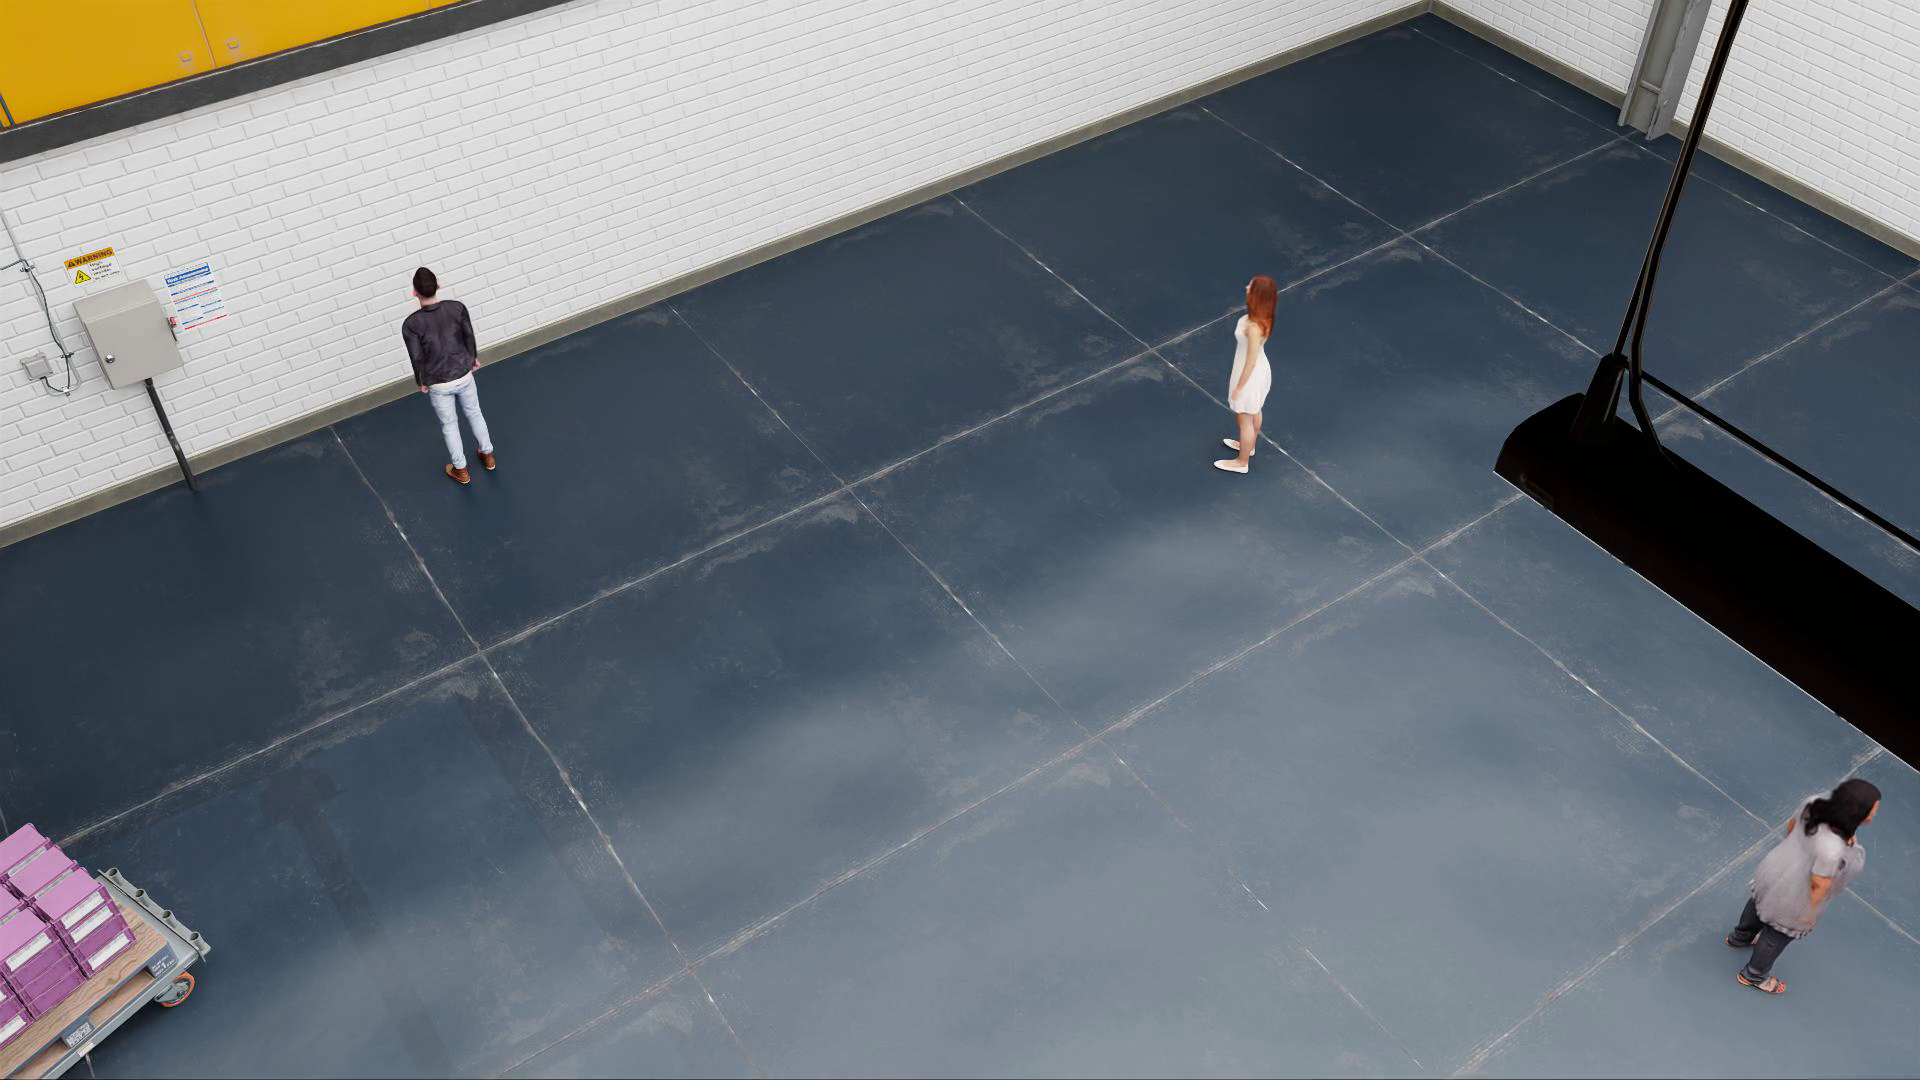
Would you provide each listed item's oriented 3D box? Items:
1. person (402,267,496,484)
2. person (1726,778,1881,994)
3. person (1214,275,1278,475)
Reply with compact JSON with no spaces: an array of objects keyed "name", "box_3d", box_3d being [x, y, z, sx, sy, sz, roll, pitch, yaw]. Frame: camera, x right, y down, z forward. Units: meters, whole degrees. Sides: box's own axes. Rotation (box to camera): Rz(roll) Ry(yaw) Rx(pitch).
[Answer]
[{"name":"person","box_3d":[-3.718,-1.197,12.103,0.674,1.837,0.571,-31,52,-28]},{"name":"person","box_3d":[4.568,1.849,9.067,0.836,1.614,0.771,4,44,4]},{"name":"person","box_3d":[2.140,-1.226,12.224,0.677,1.711,0.647,17,46,17]}]
